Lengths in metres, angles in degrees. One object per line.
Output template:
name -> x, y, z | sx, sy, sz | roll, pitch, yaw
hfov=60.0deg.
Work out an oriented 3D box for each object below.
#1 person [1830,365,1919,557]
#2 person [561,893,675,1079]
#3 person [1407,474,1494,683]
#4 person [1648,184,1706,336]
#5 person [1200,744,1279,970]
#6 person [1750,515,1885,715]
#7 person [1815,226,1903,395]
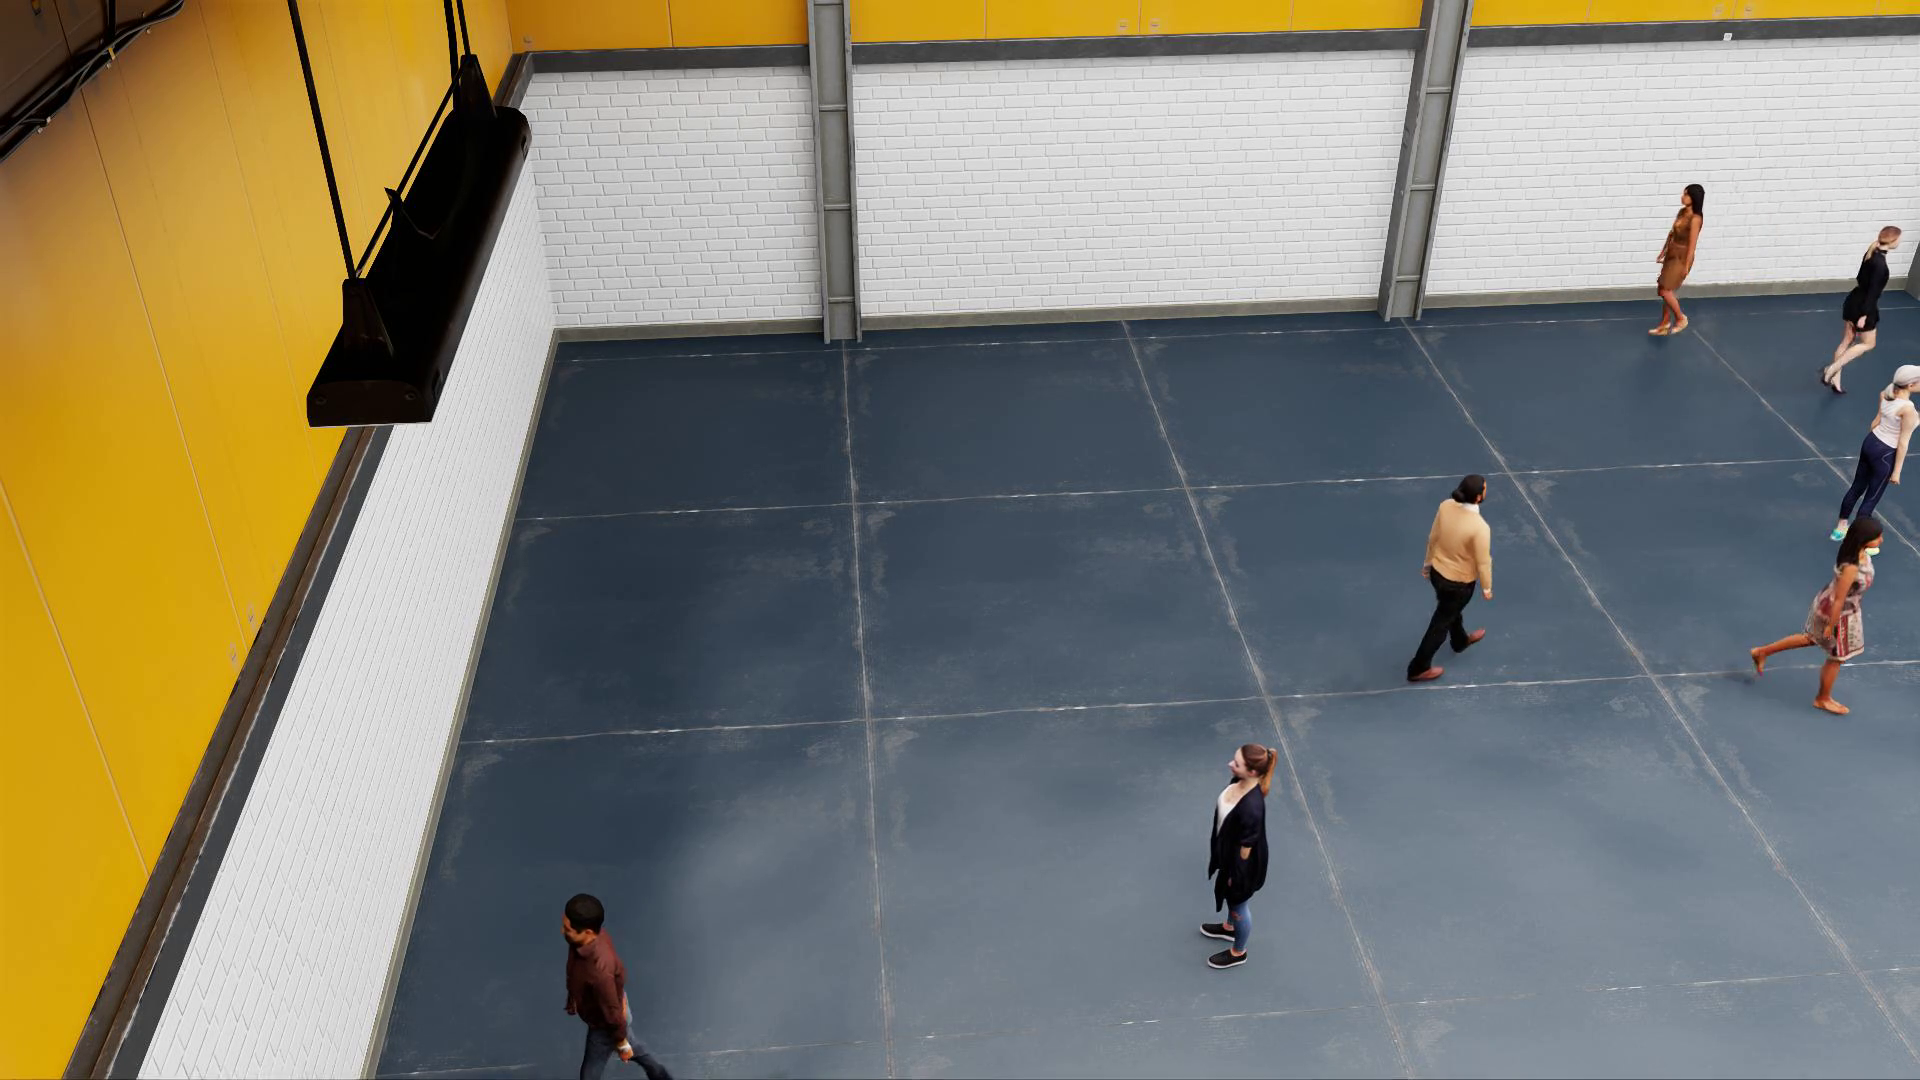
person -> 7.622, -0.686, 13.794 | 0.515, 1.702, 0.588 | -2, 34, -4
person -> -1.818, 2.539, 8.917 | 1.178, 1.730, 0.874 | -13, 36, -19
person -> 3.564, 0.318, 12.266 | 1.142, 1.722, 0.879 | -12, 36, -18
person -> 7.447, -2.846, 17.069 | 0.689, 1.674, 0.616 | 2, 34, 3
person -> 1.680, 1.875, 9.958 | 0.582, 1.684, 0.645 | 1, 34, 1
person -> 6.265, 0.500, 12.075 | 1.101, 1.630, 0.955 | 16, 37, 23
person -> 8.597, -2.200, 16.023 | 0.701, 1.756, 0.661 | 4, 34, 7
